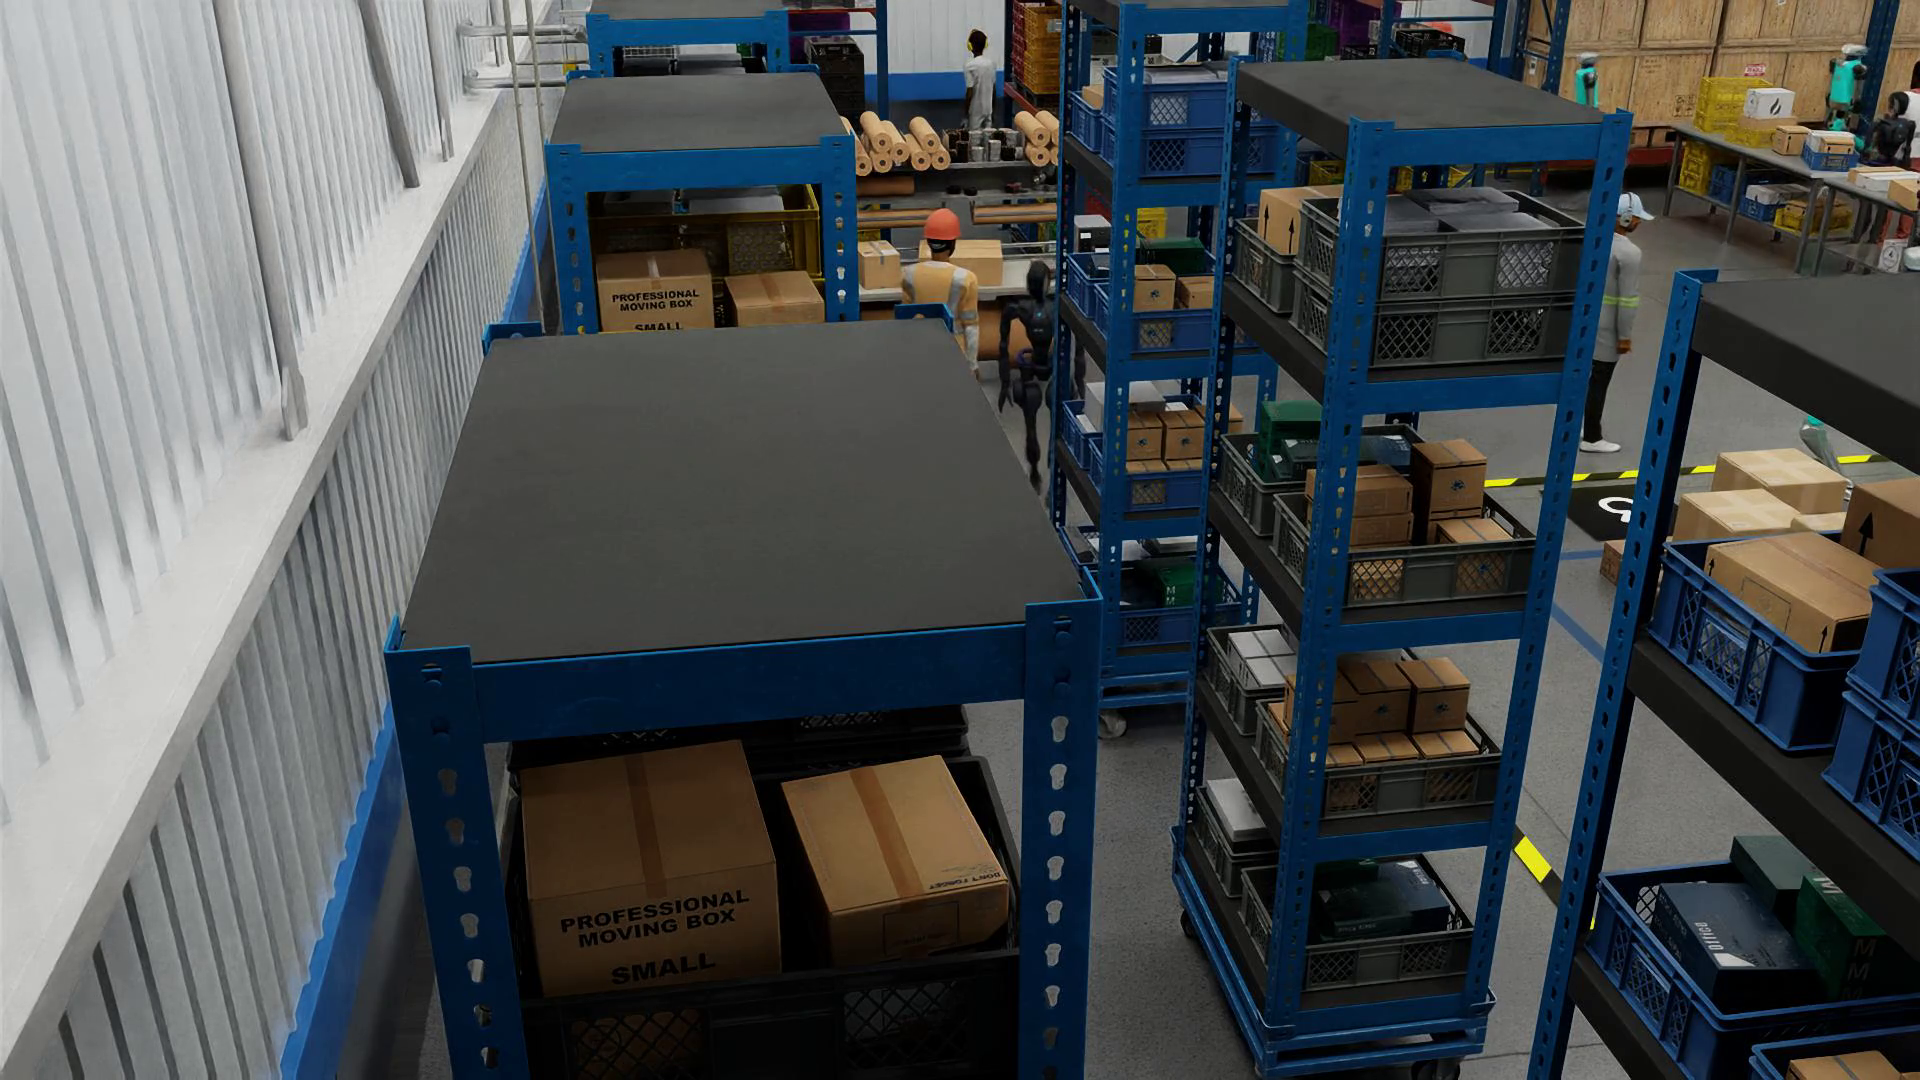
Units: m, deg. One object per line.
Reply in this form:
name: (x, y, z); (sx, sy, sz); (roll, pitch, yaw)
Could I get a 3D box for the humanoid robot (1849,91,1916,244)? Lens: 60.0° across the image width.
humanoid robot: (9.097, -3.581, 16.399); (0.600, 1.656, 0.349); (-5, 25, -11)

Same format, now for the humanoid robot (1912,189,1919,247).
humanoid robot: (7.711, -1.926, 12.892); (0.530, 1.900, 0.795); (-7, 26, -16)

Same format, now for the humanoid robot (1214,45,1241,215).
humanoid robot: (2.826, -4.454, 18.296); (0.555, 1.836, 0.867); (8, 26, 16)

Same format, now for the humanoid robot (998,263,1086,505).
humanoid robot: (0.546, -1.035, 10.873); (0.613, 1.634, 0.412); (3, 25, 6)

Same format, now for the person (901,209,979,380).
person: (-0.117, -1.211, 10.944); (0.544, 1.931, 0.373); (12, 27, 24)

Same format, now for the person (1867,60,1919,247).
person: (9.454, -3.819, 16.626); (0.596, 1.917, 0.380); (-1, 25, -3)

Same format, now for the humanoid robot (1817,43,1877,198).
humanoid robot: (10.225, -4.717, 18.822); (0.946, 1.768, 0.545); (-5, 25, -11)

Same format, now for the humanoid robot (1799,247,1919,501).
humanoid robot: (5.799, -1.095, 10.765); (0.735, 1.673, 0.533); (15, 28, 29)

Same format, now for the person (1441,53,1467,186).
person: (5.140, -4.220, 17.602); (0.346, 1.837, 0.500); (-14, 28, -27)

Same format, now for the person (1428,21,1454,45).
person: (5.149, -4.742, 18.512); (0.585, 2.021, 0.621); (-1, 25, -3)

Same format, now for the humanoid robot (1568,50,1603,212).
humanoid robot: (7.066, -4.457, 18.213); (0.803, 1.746, 0.530); (3, 25, 6)

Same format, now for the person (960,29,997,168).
person: (0.204, -4.829, 18.887); (0.512, 1.865, 0.334); (-22, 32, -39)

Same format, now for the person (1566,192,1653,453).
person: (4.558, -1.533, 11.743); (0.407, 1.847, 0.588); (-7, 26, -16)

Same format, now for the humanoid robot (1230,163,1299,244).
humanoid robot: (2.693, -2.768, 14.634); (0.590, 1.655, 0.409); (3, 25, 7)
